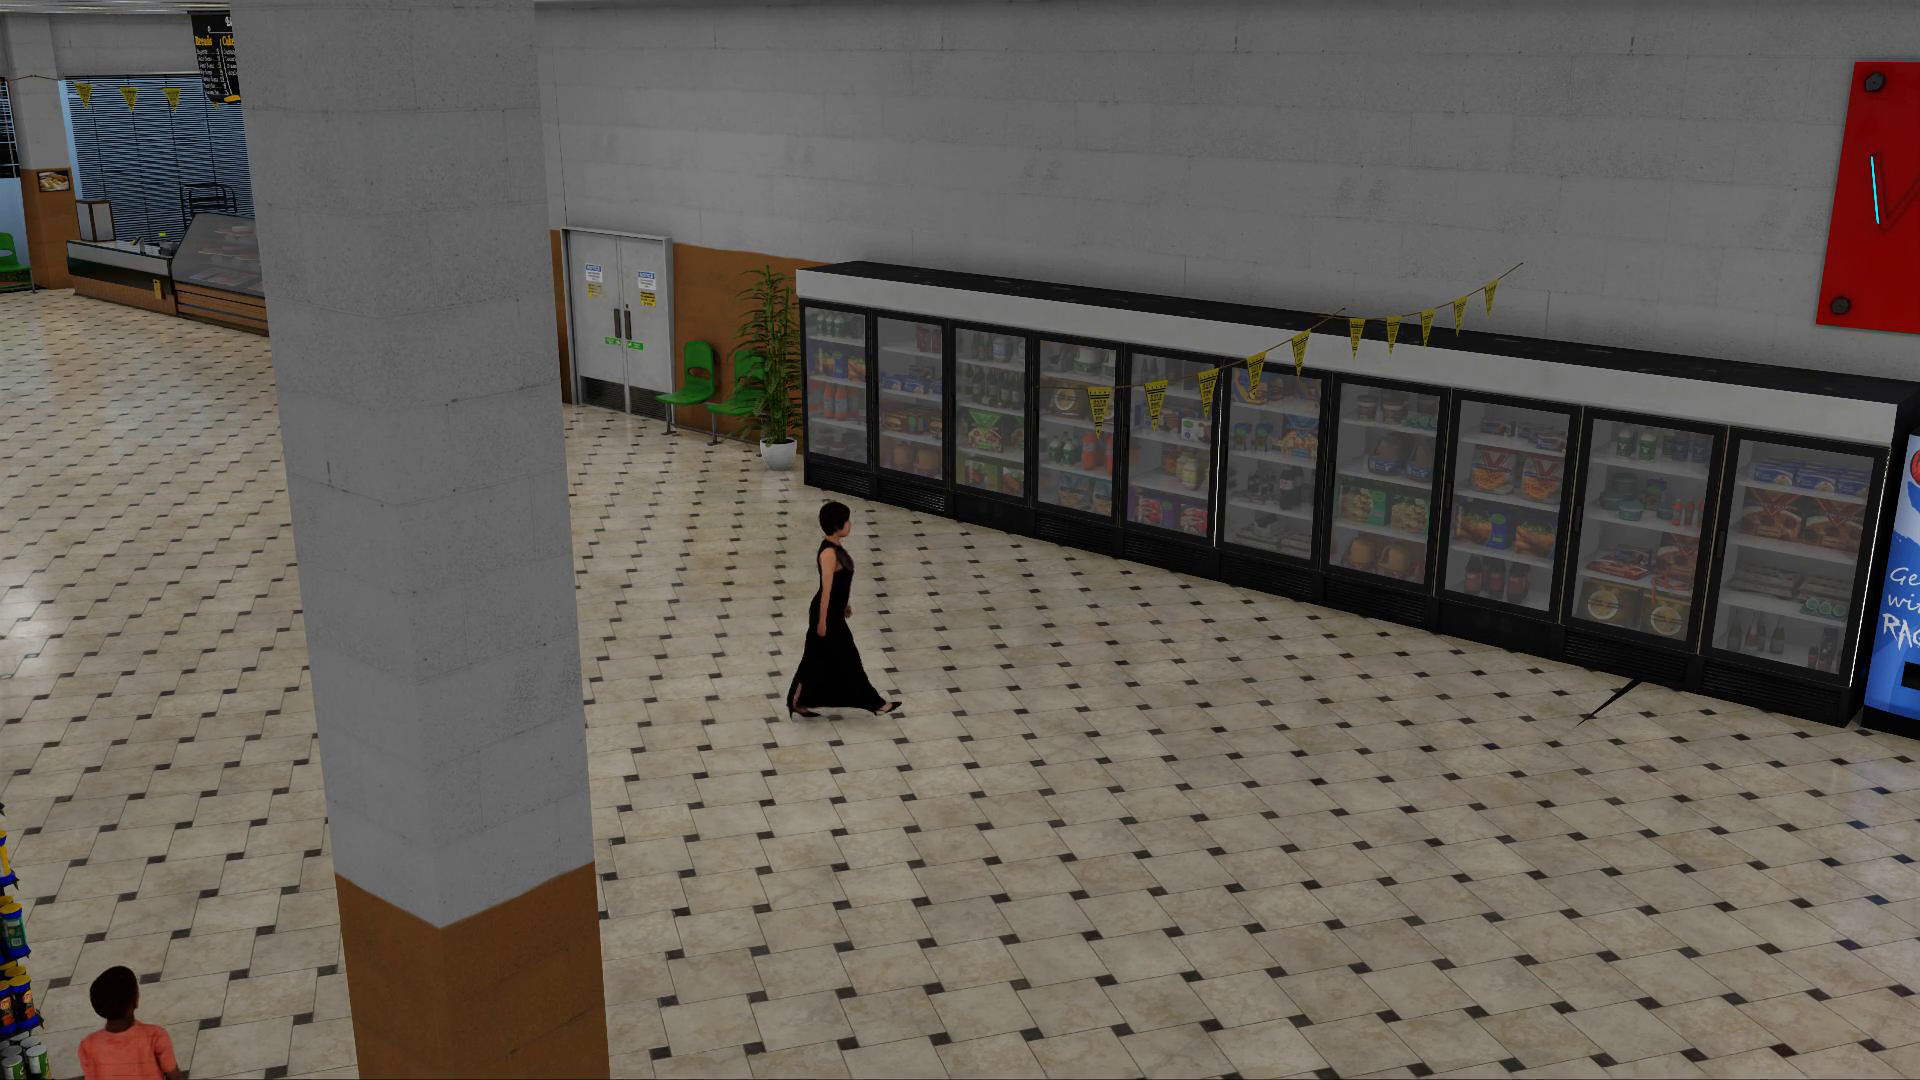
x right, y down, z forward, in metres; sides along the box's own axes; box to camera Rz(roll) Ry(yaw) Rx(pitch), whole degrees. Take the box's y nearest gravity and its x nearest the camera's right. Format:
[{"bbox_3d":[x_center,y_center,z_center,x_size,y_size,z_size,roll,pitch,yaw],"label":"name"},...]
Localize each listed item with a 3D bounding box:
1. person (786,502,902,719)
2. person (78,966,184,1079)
[{"bbox_3d":[-0.984,0.536,11.413,1.076,1.560,0.990,-2,17,-7],"label":"person"},{"bbox_3d":[-3.104,2.238,6.262,0.871,1.295,0.925,-2,17,-6],"label":"person"}]
